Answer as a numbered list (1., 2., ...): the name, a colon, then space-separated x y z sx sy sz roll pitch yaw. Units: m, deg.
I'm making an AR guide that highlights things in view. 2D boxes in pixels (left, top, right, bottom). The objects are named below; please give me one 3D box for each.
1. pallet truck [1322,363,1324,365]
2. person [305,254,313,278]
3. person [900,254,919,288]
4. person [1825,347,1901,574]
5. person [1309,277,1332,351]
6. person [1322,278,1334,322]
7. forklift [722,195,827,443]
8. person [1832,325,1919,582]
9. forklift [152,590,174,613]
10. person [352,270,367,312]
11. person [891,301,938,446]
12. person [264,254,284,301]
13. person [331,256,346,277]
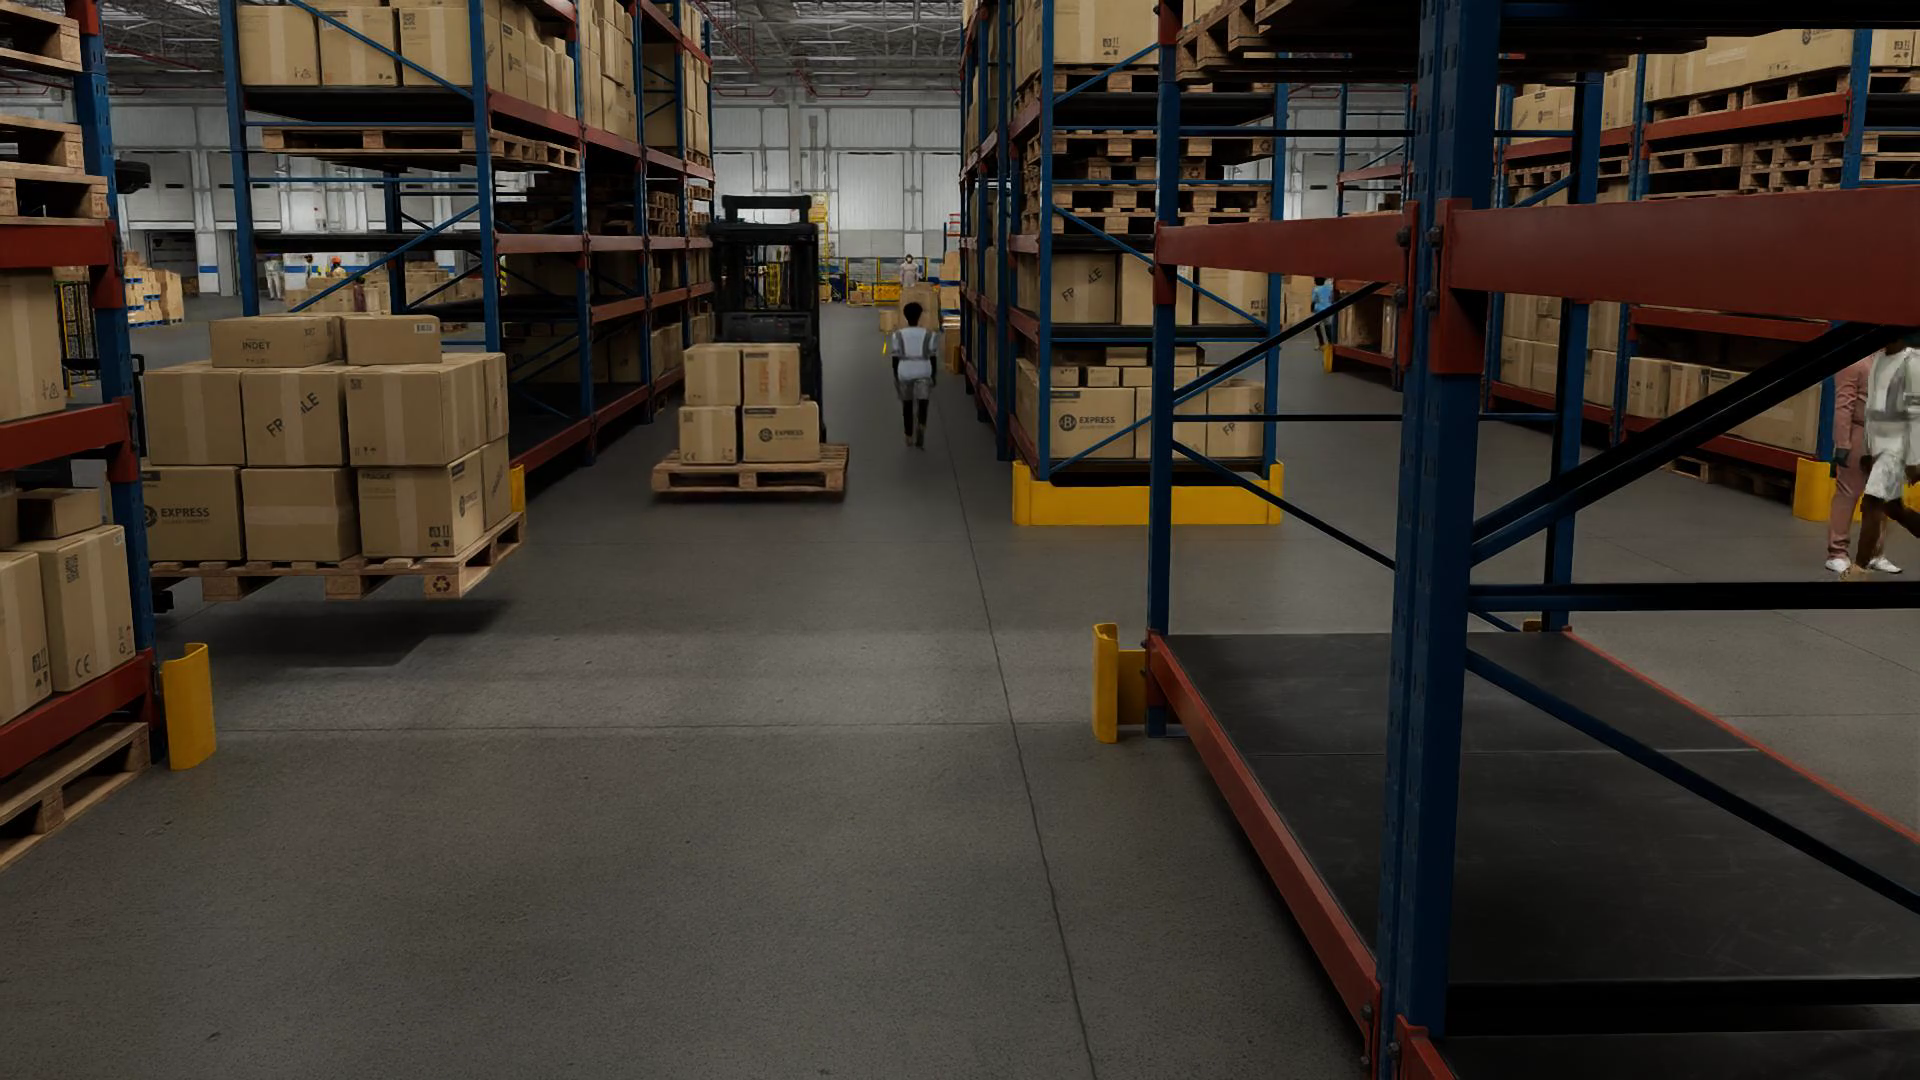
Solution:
1. pallet truck: 7.712 -4.157 30.737 1.885 1.965 0.823 3 11 16
2. person: -24.834 -9.996 63.658 0.400 1.854 0.554 -4 11 -20
3. person: -1.677 -8.503 55.118 0.630 1.940 0.372 -1 10 -5
4. person: 6.455 -0.694 11.735 0.646 1.900 0.400 -3 11 -15
5. person: 7.787 -4.898 35.790 0.625 1.674 0.325 -5 12 -28
6. person: 10.865 -7.353 48.706 0.366 1.939 0.635 -7 12 -34
7. forklift: -2.027 -2.269 17.763 1.129 2.768 1.873 0 10 -2
8. person: 6.269 -0.615 11.026 0.964 2.001 0.645 1 10 3
9. forklift: -5.858 -0.811 9.639 1.873 2.768 1.129 -1 10 -3
10. person: -12.396 -4.696 34.409 0.337 1.760 0.526 -3 11 -18
11. person: -0.520 -1.879 18.934 0.538 1.679 0.703 0 10 0
12. person: -27.196 -10.427 65.969 0.738 1.900 0.403 2 10 13
13. person: -17.448 -6.994 46.700 0.354 1.941 0.548 1 10 7
